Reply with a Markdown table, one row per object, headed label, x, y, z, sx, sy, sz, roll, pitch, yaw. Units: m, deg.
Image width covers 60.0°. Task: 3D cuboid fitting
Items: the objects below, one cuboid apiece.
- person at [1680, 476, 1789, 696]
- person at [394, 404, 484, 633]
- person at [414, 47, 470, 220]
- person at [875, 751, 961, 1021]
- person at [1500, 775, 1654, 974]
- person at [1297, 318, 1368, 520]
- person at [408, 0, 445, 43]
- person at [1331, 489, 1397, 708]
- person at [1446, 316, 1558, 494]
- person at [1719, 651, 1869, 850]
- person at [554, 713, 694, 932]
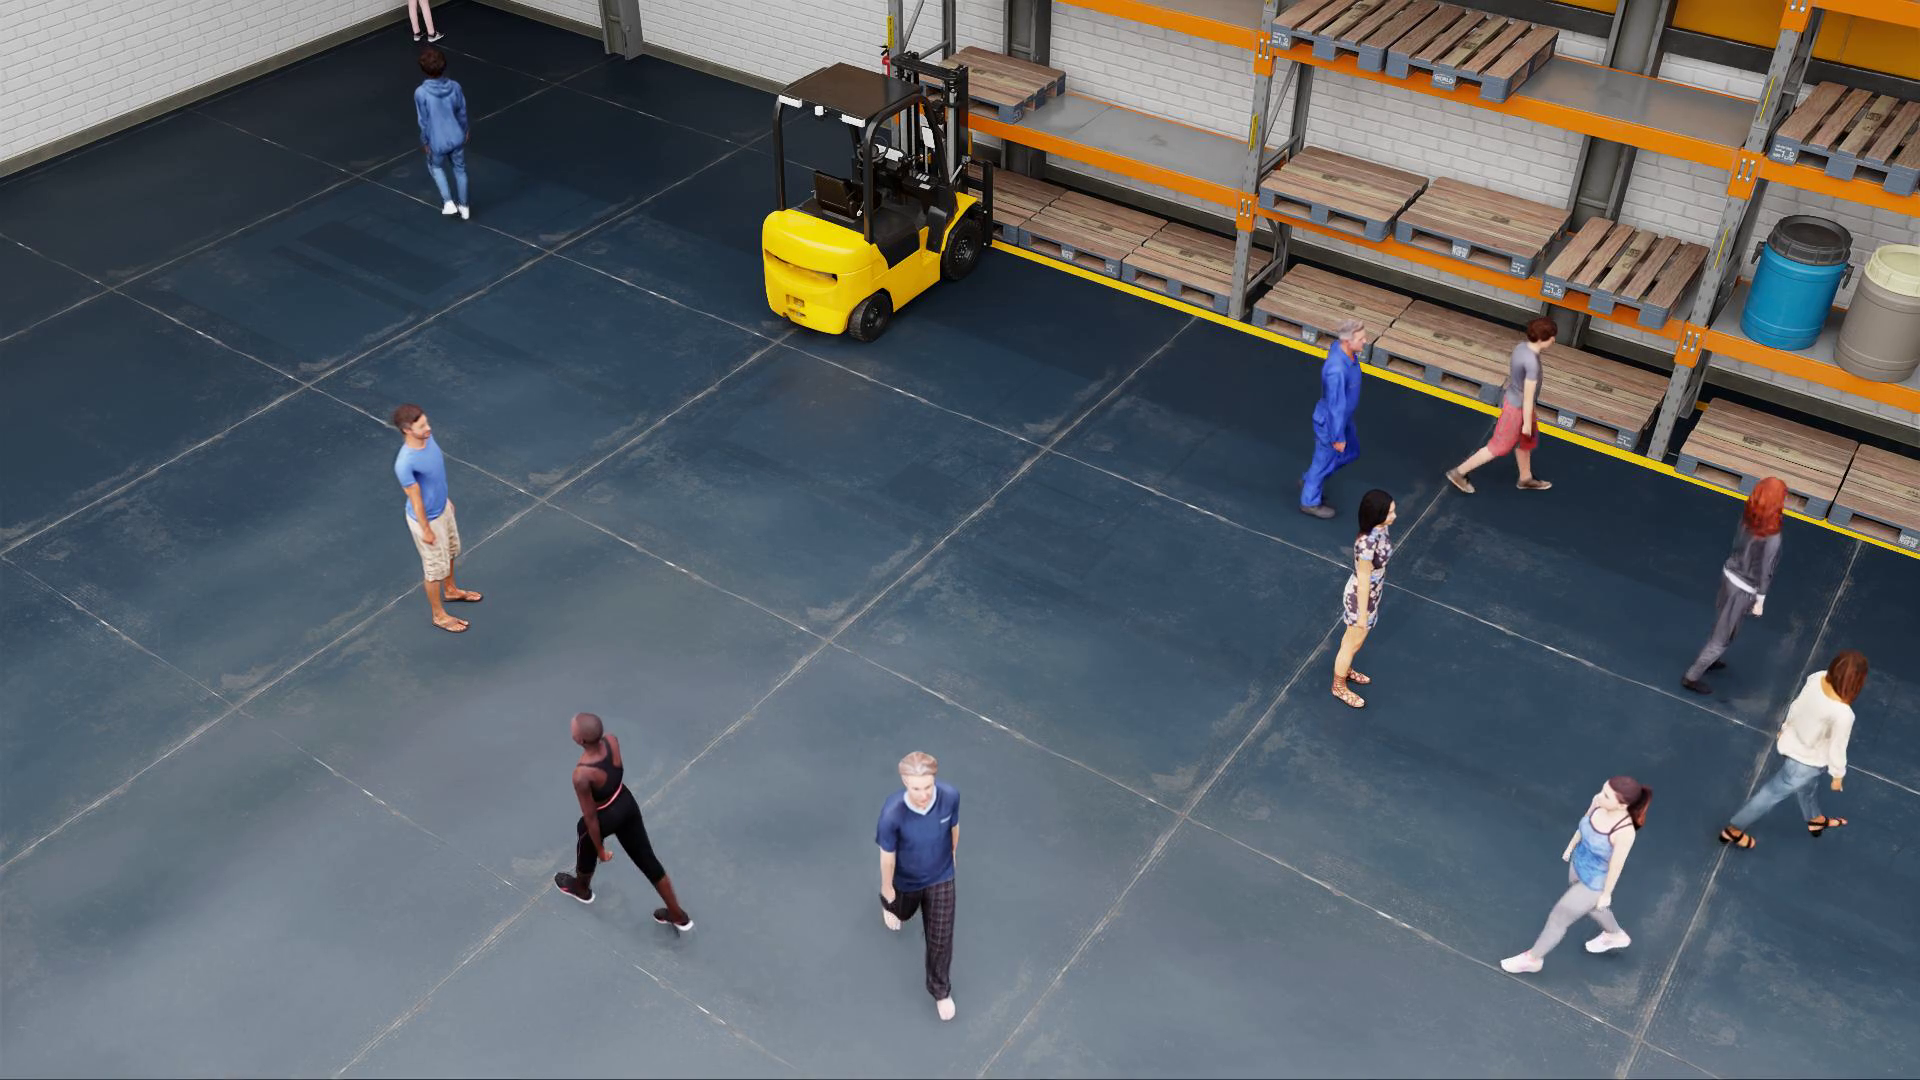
| label | x | y | z | sx | sy | sz | roll | pitch | yaw |
| --- | --- | --- | --- | --- | --- | --- | --- | --- | --- |
| person | 5.377 | 0.328 | 11.429 | 0.784 | 1.778 | 0.735 | 6 | 39 | 7 |
| person | -3.830 | -0.200 | 12.022 | 0.723 | 1.862 | 0.730 | 4 | 39 | 5 |
| person | -5.224 | -4.089 | 16.941 | 0.777 | 1.801 | 0.751 | -21 | 43 | -24 |
| person | -0.260 | 1.835 | 9.495 | 1.086 | 1.836 | 1.243 | -11 | 40 | -14 |
| person | 3.699 | 1.927 | 9.587 | 1.094 | 1.577 | 0.941 | 1 | 39 | 1 |
| person | 2.841 | -0.957 | 13.010 | 0.755 | 1.813 | 0.793 | 15 | 41 | 18 |
| person | -6.849 | -7.042 | 20.827 | 0.532 | 1.566 | 0.642 | 12 | 40 | 15 |
| person | 2.767 | 0.377 | 11.403 | 0.590 | 1.734 | 0.632 | 15 | 41 | 18 |
| person | 4.370 | -1.040 | 13.267 | 1.184 | 1.622 | 0.916 | 7 | 39 | 9 |
| person | 5.121 | 1.328 | 10.282 | 1.144 | 1.647 | 0.983 | 2 | 39 | 2 |
| person | -1.966 | 1.689 | 9.778 | 1.226 | 1.711 | 0.694 | 18 | 42 | 22 |
